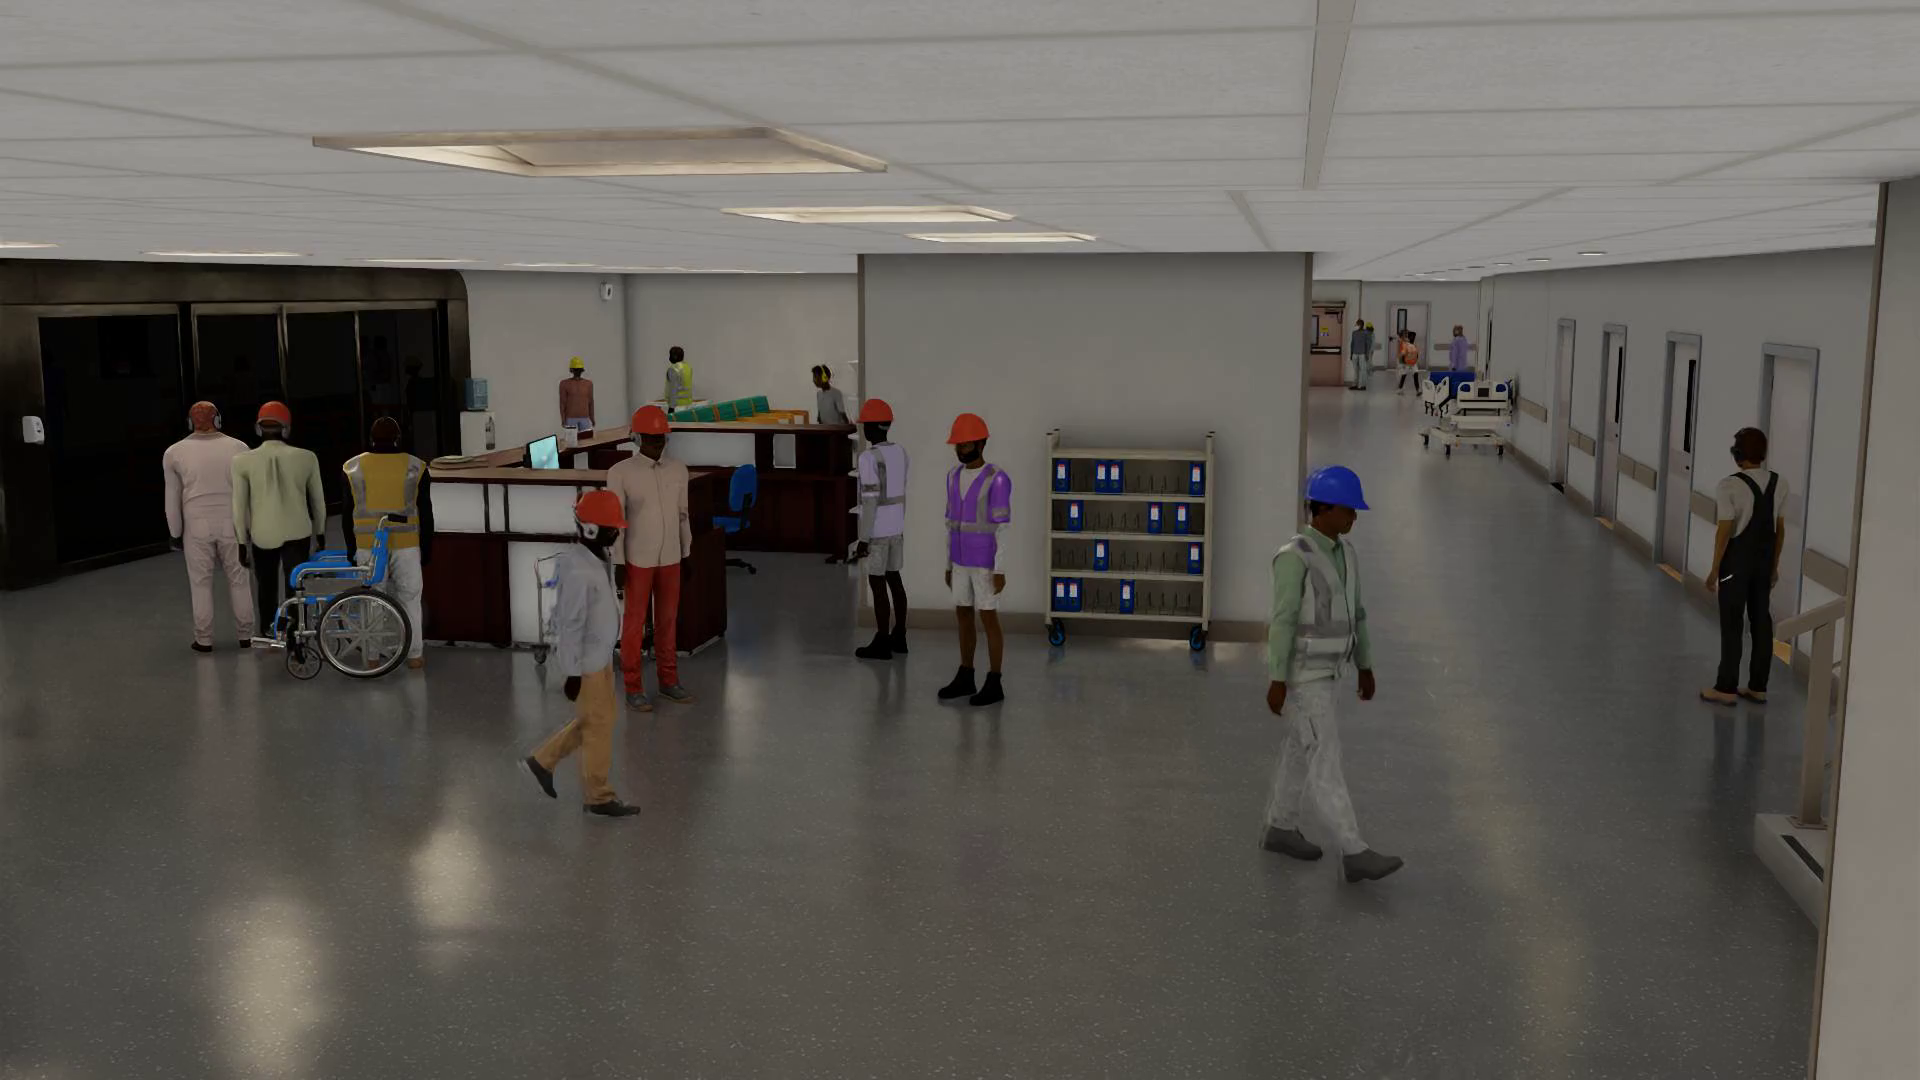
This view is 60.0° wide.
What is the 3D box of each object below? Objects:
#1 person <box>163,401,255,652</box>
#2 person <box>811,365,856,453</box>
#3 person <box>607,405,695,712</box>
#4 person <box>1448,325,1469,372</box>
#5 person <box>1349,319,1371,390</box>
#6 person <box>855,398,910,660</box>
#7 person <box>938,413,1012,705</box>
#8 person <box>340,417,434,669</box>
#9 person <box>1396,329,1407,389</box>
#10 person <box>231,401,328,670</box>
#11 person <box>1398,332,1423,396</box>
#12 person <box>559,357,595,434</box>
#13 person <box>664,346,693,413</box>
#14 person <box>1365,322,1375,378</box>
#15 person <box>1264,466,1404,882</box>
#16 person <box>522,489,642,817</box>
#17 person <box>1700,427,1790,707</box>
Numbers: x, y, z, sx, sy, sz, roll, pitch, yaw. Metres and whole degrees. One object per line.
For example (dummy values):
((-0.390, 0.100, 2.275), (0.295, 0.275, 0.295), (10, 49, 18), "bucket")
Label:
((-5.673, -0.101, 12.623), (0.643, 1.901, 0.400), (-5, 10, -29), "person")
((-1.589, -1.270, 20.705), (1.008, 1.796, 0.588), (-6, 10, -33), "person")
((-2.011, 0.113, 10.885), (0.617, 1.994, 0.381), (-8, 12, -44), "person")
((11.856, -4.176, 39.666), (0.640, 1.896, 0.418), (-8, 12, -42), "person")
((10.886, -5.041, 45.267), (0.353, 1.937, 0.635), (-7, 11, -38), "person")
((-0.608, -0.083, 12.373), (0.374, 1.935, 0.552), (5, 10, 30), "person")
((0.083, 0.126, 10.993), (0.377, 1.934, 0.557), (-8, 12, -44), "person")
((-4.102, 0.034, 11.959), (0.626, 1.837, 0.429), (-3, 9, -17), "person")
((12.217, -5.001, 45.985), (0.310, 1.642, 0.514), (5, 10, 28), "person")
((-4.967, -0.048, 12.177), (0.647, 1.925, 1.078), (-4, 9, -23), "person")
((11.625, -4.541, 42.890), (0.552, 1.642, 0.885), (-3, 9, -18), "person")
((-5.556, -1.775, 24.168), (0.523, 1.769, 0.321), (-5, 10, -31), "person")
((-4.474, -2.151, 26.418), (0.430, 1.845, 0.624), (3, 9, 17), "person")
((12.762, -5.914, 51.769), (0.452, 1.747, 0.515), (-3, 9, -20), "person")
((1.778, 0.616, 7.787), (0.808, 1.913, 0.640), (7, 11, 38), "person")
((-1.962, 0.588, 8.587), (0.565, 1.727, 0.583), (0, 9, 2), "person")
((5.158, 0.181, 10.964), (0.520, 1.846, 0.378), (-2, 9, -12), "person")
